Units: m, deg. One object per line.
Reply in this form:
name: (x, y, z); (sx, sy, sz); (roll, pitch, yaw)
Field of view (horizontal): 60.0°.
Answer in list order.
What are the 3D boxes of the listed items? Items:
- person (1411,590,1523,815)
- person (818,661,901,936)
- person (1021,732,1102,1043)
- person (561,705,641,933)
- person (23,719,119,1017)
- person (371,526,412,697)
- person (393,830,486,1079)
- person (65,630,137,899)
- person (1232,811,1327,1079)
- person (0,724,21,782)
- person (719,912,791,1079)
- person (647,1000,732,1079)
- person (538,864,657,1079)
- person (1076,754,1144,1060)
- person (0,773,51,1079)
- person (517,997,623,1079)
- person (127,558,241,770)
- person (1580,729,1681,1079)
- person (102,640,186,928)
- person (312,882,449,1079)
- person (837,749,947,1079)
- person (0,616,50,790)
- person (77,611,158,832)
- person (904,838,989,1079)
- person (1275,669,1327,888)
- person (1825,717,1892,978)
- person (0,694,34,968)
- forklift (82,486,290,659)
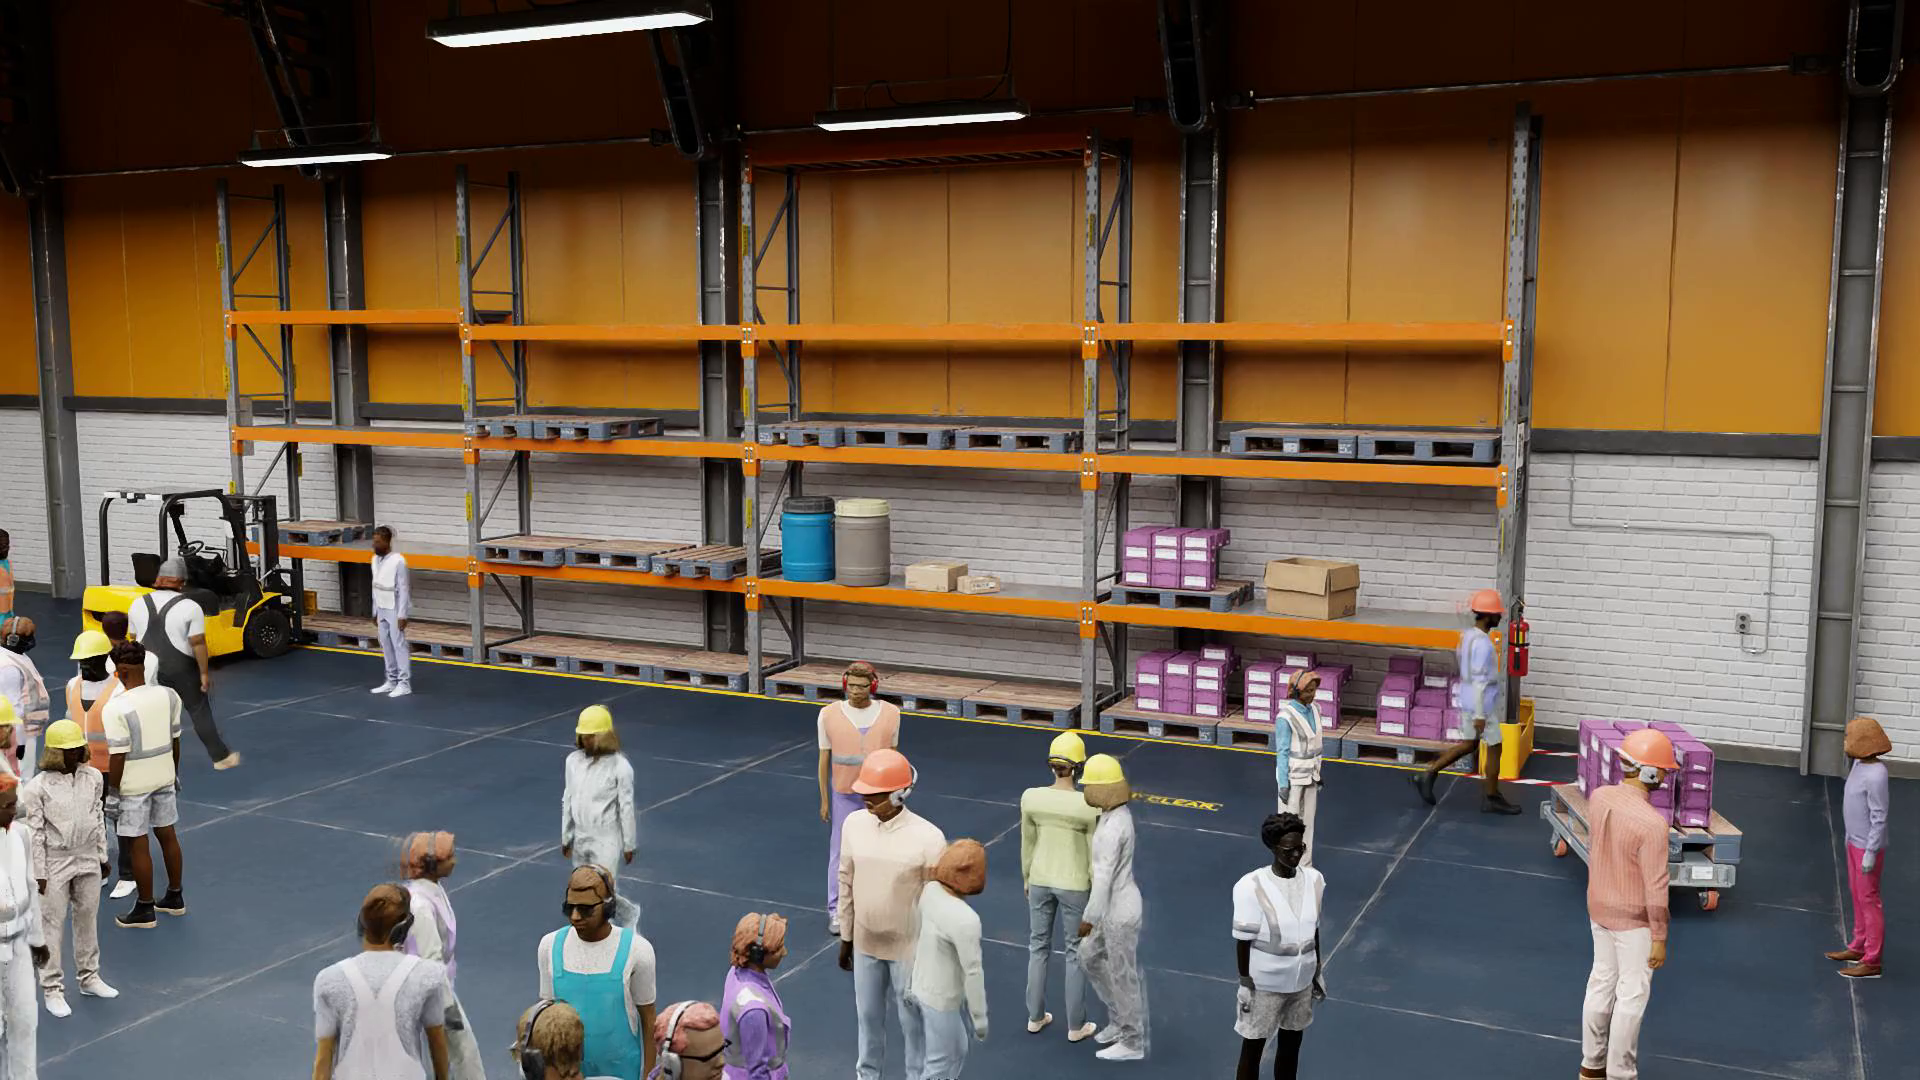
person: (4.274, 1.353, 13.926); (0.851, 1.912, 0.550); (1, 7, 7)
person: (-0.675, 1.715, 11.203); (0.564, 1.842, 0.393); (-2, 7, -16)
person: (0.591, 1.965, 9.490); (0.518, 1.757, 0.337); (3, 8, 23)
person: (-2.239, 1.862, 10.470); (0.491, 1.722, 0.718); (4, 8, 27)
person: (-5.282, 1.923, 9.888); (0.294, 1.744, 0.486); (3, 8, 26)
person: (-6.369, 0.791, 18.583); (0.616, 1.907, 0.423); (6, 9, 40)
person: (-2.491, 2.212, 8.069); (0.768, 1.609, 0.535); (-1, 7, -8)
person: (-6.123, 1.592, 11.865); (0.585, 1.927, 0.366); (1, 7, 11)
person: (1.566, 2.156, 8.150); (0.531, 1.698, 0.320); (-3, 8, -26)
person: (-6.513, 1.731, 10.890); (0.758, 1.903, 0.480); (0, 7, 0)
person: (-0.854, 2.338, 6.924); (0.324, 1.631, 0.524); (-1, 7, -12)
person: (-0.852, 2.395, 5.323); (0.399, 1.908, 0.643); (2, 7, 19)
person: (-1.507, 2.234, 6.896); (0.519, 1.844, 0.331); (1, 7, 7)
person: (0.834, 2.026, 9.133); (0.436, 1.718, 0.482); (0, 7, 2)
person: (-4.889, 2.055, 8.330); (0.668, 1.865, 0.608); (1, 7, 11)
person: (-1.248, 2.394, 5.263); (0.386, 1.928, 0.641); (4, 8, 27)
person: (-7.159, 1.126, 15.255); (0.853, 2.000, 0.573); (0, 7, 1)
person: (3.499, 1.955, 8.670); (0.408, 1.980, 0.626); (-1, 7, -12)
person: (-5.568, 1.643, 11.306); (0.391, 1.957, 0.614); (2, 7, 19)
person: (-2.342, 2.287, 6.724); (0.529, 1.794, 0.980); (-2, 7, -14)
person: (-0.349, 2.000, 8.236); (0.613, 1.991, 0.392); (4, 8, 30)
person: (-7.353, 1.503, 13.019); (0.429, 1.831, 0.635); (-3, 8, -27)
person: (-6.565, 1.484, 12.957); (0.596, 1.875, 0.911); (-6, 9, -39)
person: (-0.042, 2.216, 8.008); (0.518, 1.601, 0.541); (-3, 8, -23)
person: (2.434, 1.729, 11.956); (0.320, 1.631, 0.525); (6, 9, 42)
person: (5.643, 1.914, 10.407); (0.282, 1.631, 0.503); (2, 7, 16)
person: (-5.930, 1.847, 10.209); (0.403, 1.821, 0.600); (-4, 8, -30)
forklift: (-9.426, 0.454, 20.179); (1.214, 2.155, 2.313); (3, 8, 26)
